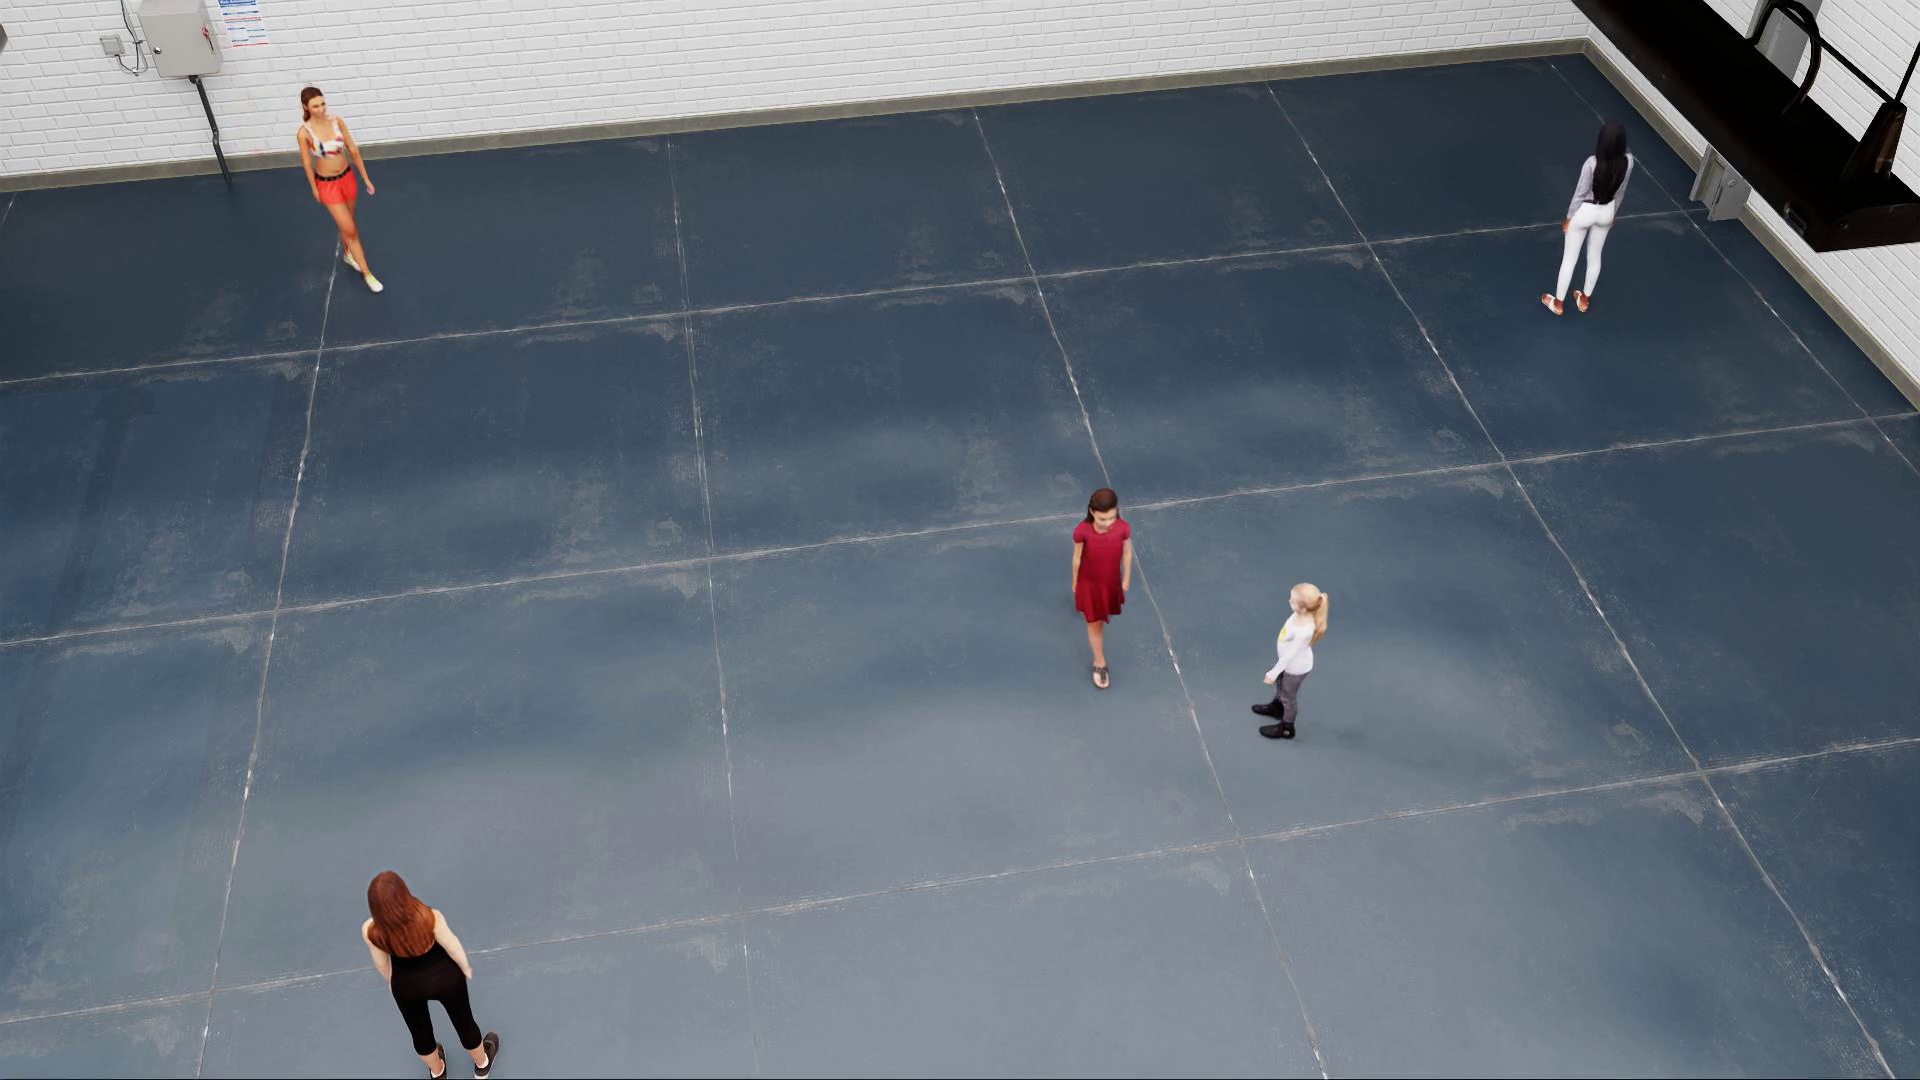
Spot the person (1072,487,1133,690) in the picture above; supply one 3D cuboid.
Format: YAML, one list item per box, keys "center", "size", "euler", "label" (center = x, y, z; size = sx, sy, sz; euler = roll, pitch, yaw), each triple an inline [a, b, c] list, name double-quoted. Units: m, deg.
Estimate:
- center: [0.874, 0.191, 10.625]
  size: [0.536, 1.530, 0.946]
  euler: [-8, 44, -8]
  label: "person"

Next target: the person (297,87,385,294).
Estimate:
- center: [-5.202, -2.971, 13.777]
  size: [1.041, 1.762, 0.914]
  euler: [32, 52, 29]
  label: "person"

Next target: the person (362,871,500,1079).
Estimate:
- center: [-2.690, 2.214, 8.360]
  size: [0.555, 1.726, 0.496]
  euler: [-8, 44, -8]
  label: "person"

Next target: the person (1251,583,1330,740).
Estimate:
- center: [2.090, 0.764, 10.210]
  size: [0.649, 1.273, 0.590]
  euler: [9, 44, 9]
  label: "person"

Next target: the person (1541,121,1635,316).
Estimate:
- center: [5.090, -2.592, 13.407]
  size: [0.597, 1.723, 0.525]
  euler: [-5, 44, -5]
  label: "person"
